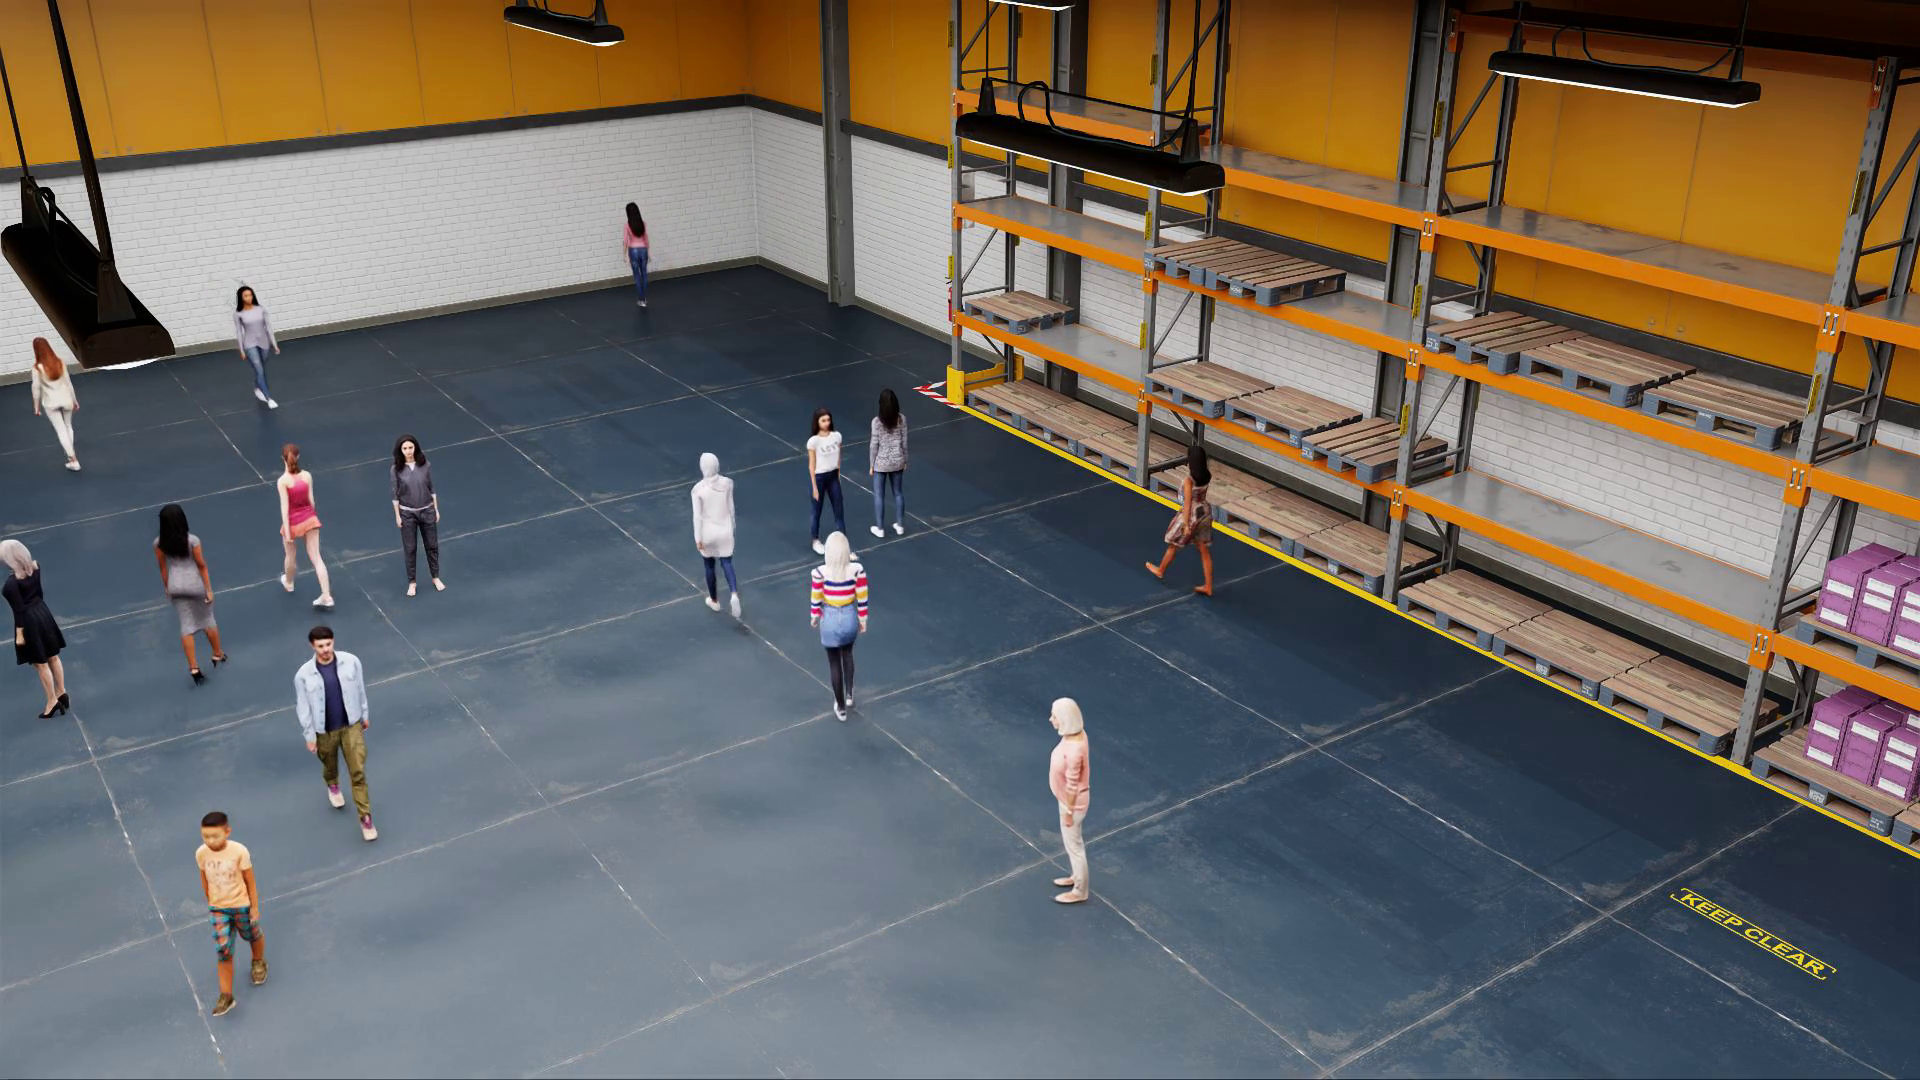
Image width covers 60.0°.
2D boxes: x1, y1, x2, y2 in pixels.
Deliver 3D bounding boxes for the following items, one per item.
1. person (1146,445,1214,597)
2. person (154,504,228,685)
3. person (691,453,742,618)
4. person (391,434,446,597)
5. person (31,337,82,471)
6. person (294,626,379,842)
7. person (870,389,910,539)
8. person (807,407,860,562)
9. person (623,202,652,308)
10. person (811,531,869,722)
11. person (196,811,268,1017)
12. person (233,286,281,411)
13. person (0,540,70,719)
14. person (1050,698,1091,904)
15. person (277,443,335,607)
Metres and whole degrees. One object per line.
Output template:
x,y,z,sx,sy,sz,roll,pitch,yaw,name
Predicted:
2.523,-0.172,17.413,0.766,1.609,1.102,-22,32,-40,person
-7.274,0.516,15.638,0.804,1.771,0.906,-2,24,-5,person
-2.442,-0.020,16.879,0.724,1.760,0.991,-11,26,-24,person
-5.710,-0.289,17.490,0.624,1.763,0.547,-12,26,-25,person
-11.217,-1.674,20.752,0.930,1.688,0.759,19,30,36,person
-5.052,1.489,13.414,0.763,1.769,1.196,-13,27,-27,person
-0.811,-0.877,18.874,0.650,1.731,0.578,-11,26,-23,person
-1.541,-0.634,18.302,0.625,1.744,0.964,-16,28,-33,person
-5.362,-4.755,27.737,0.649,1.738,0.734,-12,26,-25,person
-1.074,0.800,14.963,0.774,1.792,0.810,-6,24,-13,person
-5.024,2.486,11.548,0.811,1.436,1.001,-3,24,-7,person
-9.768,-2.674,23.043,0.740,1.686,1.195,-20,31,-39,person
-8.378,0.789,15.043,0.759,1.748,0.682,1,24,3,person
0.844,1.935,12.457,0.751,1.718,0.666,0,24,1,person
-6.744,-0.104,17.154,1.232,1.693,0.791,18,29,35,person
